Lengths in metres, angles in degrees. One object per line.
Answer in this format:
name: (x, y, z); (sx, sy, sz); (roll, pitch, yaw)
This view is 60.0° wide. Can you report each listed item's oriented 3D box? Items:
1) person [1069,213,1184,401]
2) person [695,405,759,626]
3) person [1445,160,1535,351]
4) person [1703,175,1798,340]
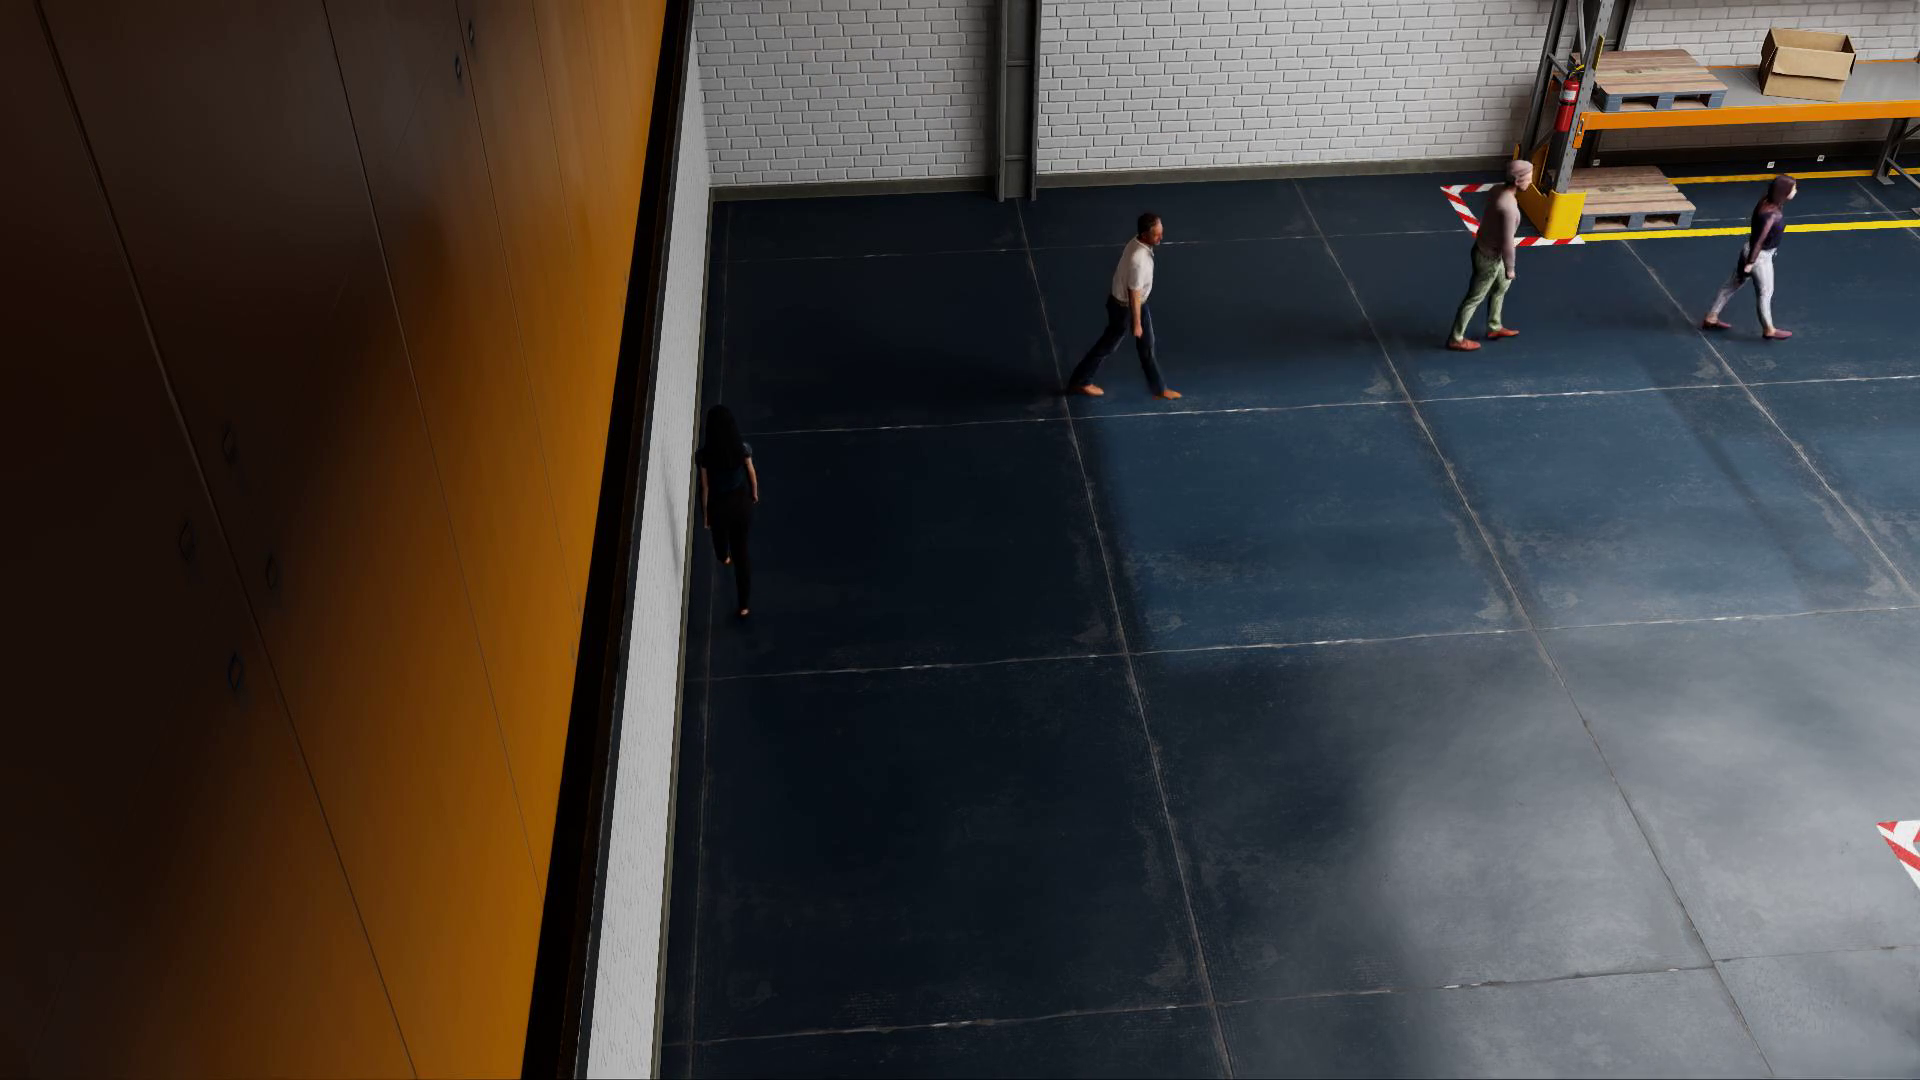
person: (1.305, -1.956, 13.980); (1.333, 1.801, 1.050); (10, 40, 12)
person: (-1.617, -0.147, 11.800); (1.069, 1.694, 0.804); (-11, 40, -13)
person: (4.558, -2.476, 14.594); (0.962, 1.848, 0.782); (2, 39, 2)
person: (7.055, -2.525, 14.876); (1.058, 1.572, 0.833); (9, 40, 11)
